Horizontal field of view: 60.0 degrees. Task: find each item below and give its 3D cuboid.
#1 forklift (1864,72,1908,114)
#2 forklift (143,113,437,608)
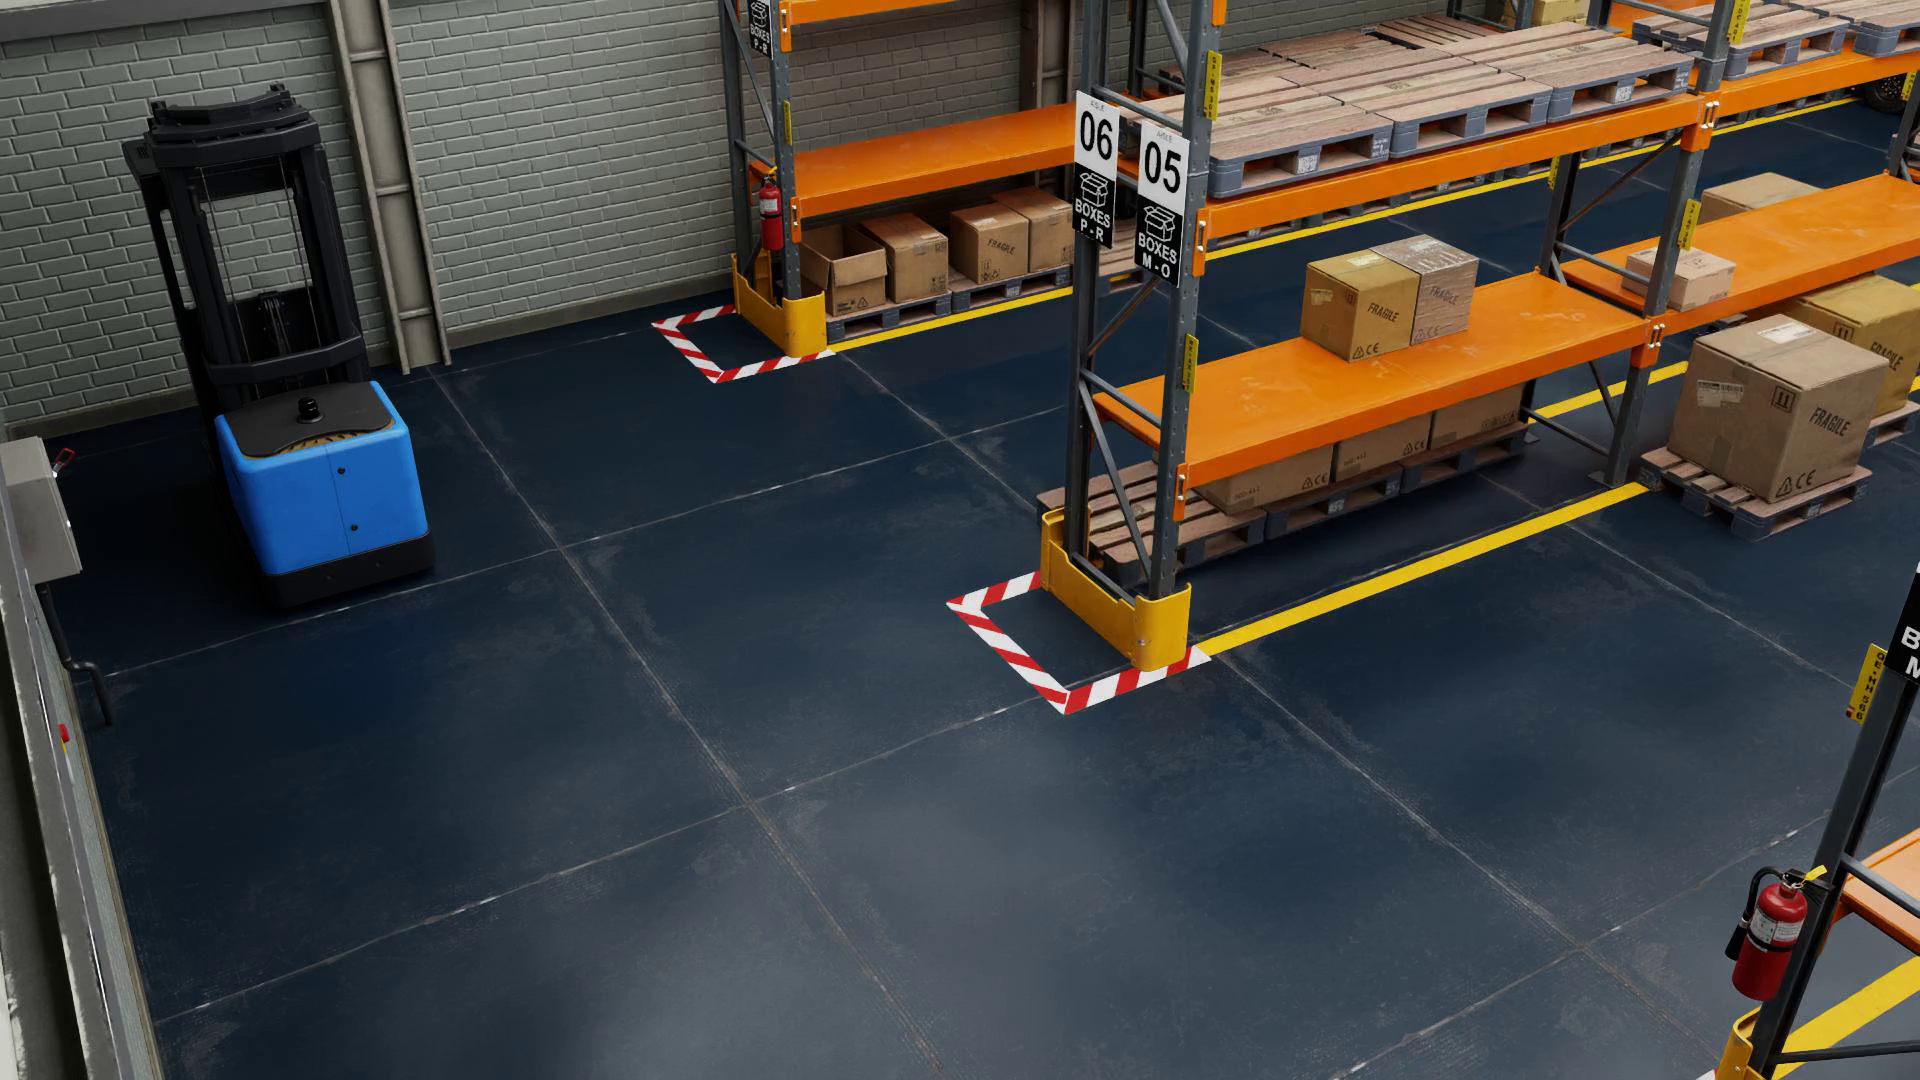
[{"bbox_3d":[11.468,-5.645,18.244,1.214,2.155,2.313,-17,36,-26],"label":"forklift"},{"bbox_3d":[-4.289,-1.259,10.509,1.129,2.768,1.873,-17,36,-26],"label":"forklift"}]
